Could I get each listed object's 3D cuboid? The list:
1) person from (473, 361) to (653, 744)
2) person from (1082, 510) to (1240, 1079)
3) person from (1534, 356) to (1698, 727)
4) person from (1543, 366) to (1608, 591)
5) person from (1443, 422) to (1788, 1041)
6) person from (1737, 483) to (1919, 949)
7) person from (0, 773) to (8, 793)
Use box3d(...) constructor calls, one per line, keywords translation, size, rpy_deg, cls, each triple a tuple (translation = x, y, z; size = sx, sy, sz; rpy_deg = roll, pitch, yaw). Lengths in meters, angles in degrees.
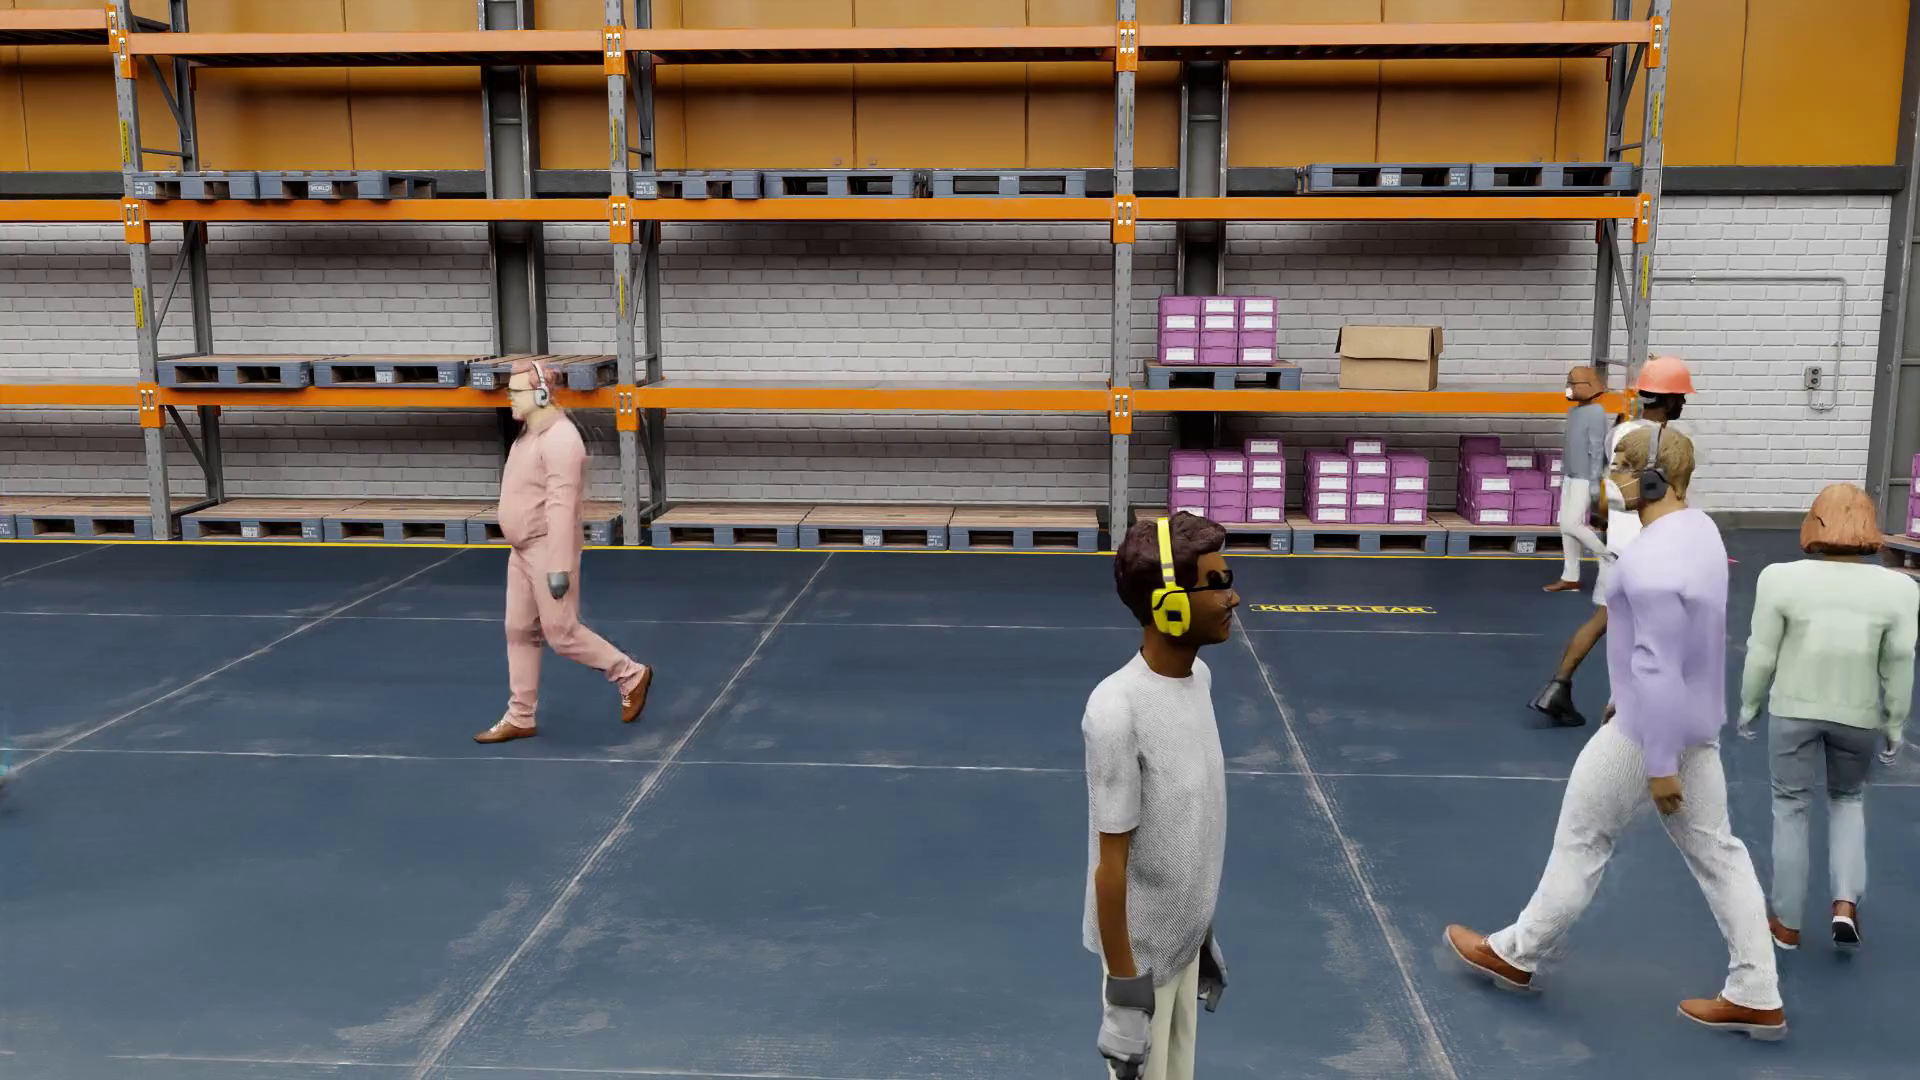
box3d(translation=(-1.981, 0.056, 8.177), size=(0.810, 1.883, 0.650), rpy_deg=(-6, 12, -33), cls="person")
box3d(translation=(0.428, 0.867, 3.450), size=(0.326, 1.877, 0.520), rpy_deg=(5, 11, 26), cls="person")
box3d(translation=(3.389, 0.023, 8.355), size=(0.982, 1.898, 0.547), rpy_deg=(-4, 10, -20), cls="person")
box3d(translation=(4.394, -0.417, 11.710), size=(0.419, 1.616, 0.515), rpy_deg=(-1, 10, -3), cls="person")
box3d(translation=(2.105, 0.575, 5.155), size=(1.038, 1.885, 0.638), rpy_deg=(8, 13, 40), cls="person")
box3d(translation=(2.953, 0.611, 5.705), size=(0.506, 1.621, 0.342), rpy_deg=(3, 10, 17), cls="person")
box3d(translation=(-4.459, 0.344, 6.737), size=(0.937, 1.799, 0.568), rpy_deg=(-8, 13, -41), cls="person")
